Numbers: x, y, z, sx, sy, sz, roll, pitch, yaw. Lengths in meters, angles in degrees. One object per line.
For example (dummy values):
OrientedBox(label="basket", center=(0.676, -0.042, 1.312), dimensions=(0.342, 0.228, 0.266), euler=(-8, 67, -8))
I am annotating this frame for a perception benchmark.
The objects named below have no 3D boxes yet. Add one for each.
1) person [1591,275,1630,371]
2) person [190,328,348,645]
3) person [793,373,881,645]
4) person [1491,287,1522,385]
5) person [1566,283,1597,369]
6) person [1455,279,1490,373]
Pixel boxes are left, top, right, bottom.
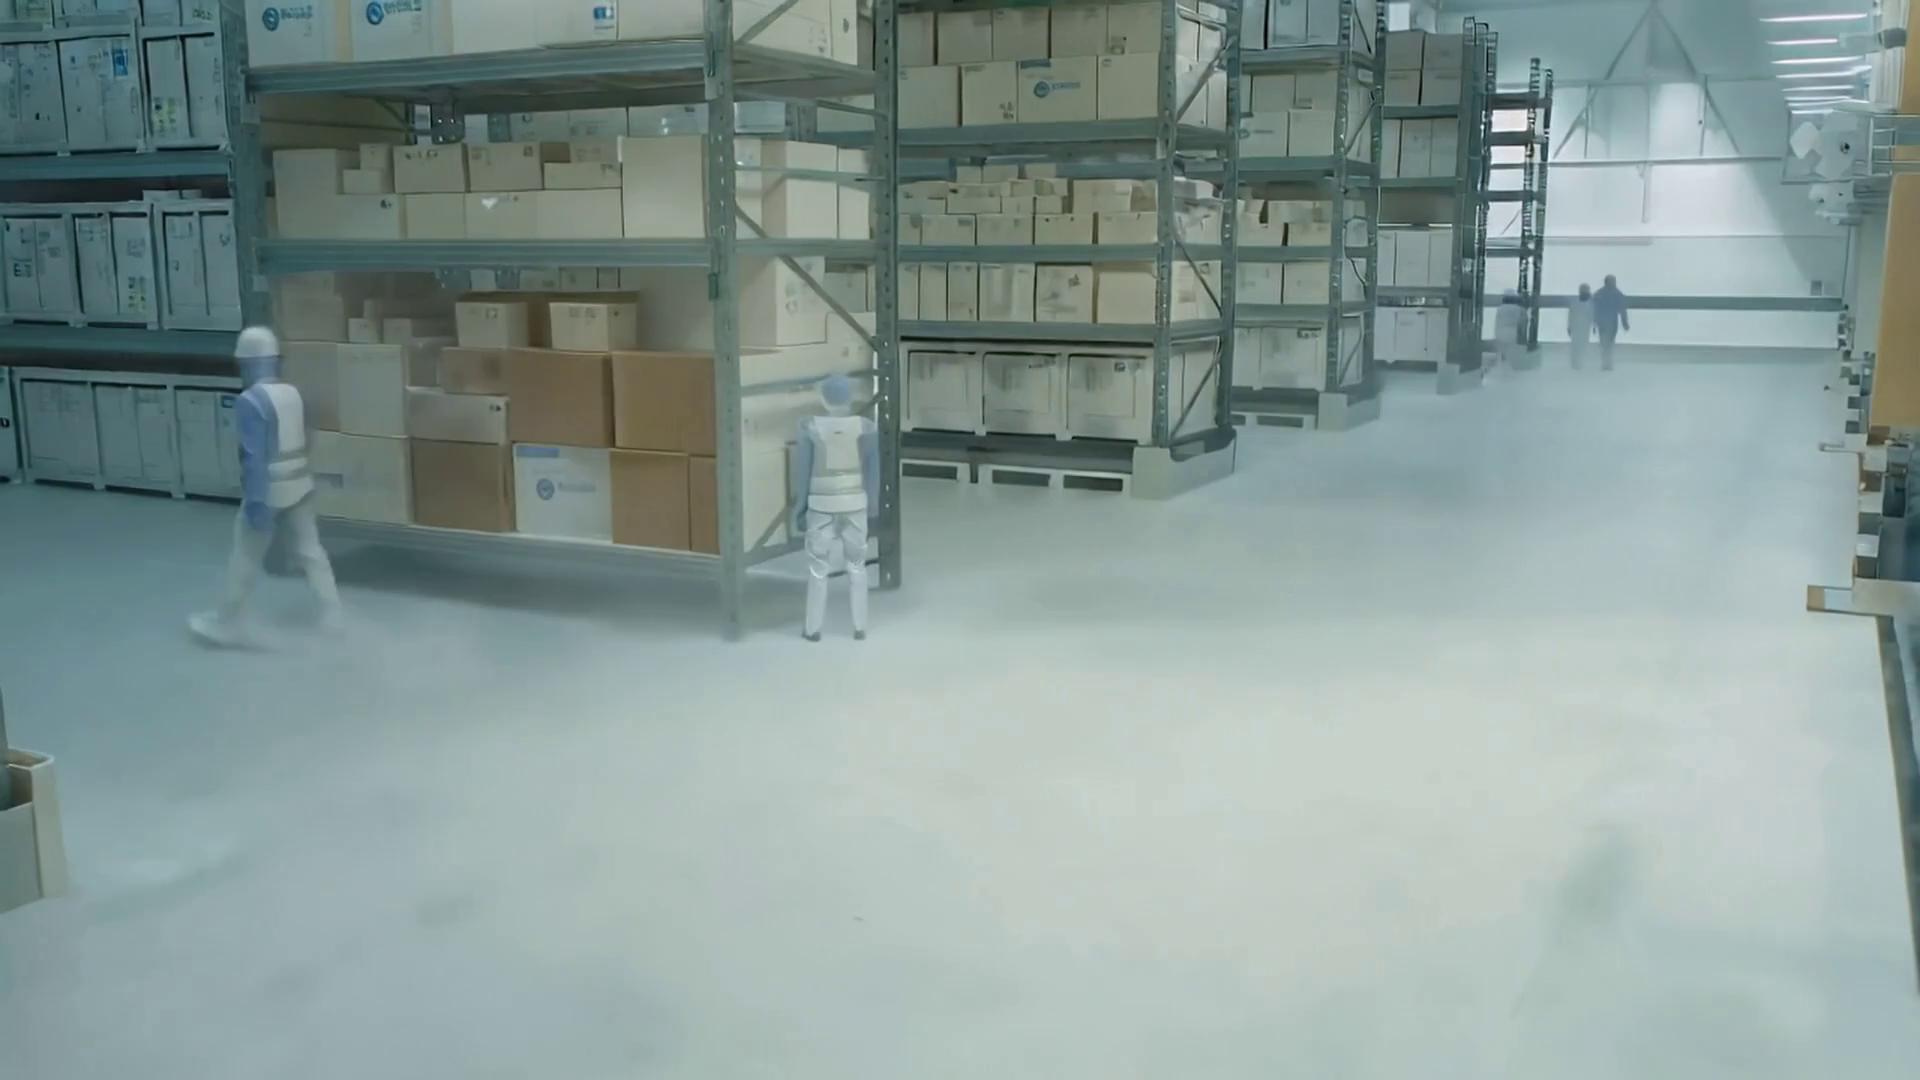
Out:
OrientedBox(label="person", center=(12.945, -4.311, 33.079), dimensions=(0.523, 1.887, 0.714), euler=(-7, 12, -36))
OrientedBox(label="person", center=(-4.105, -0.304, 9.864), dimensions=(1.014, 1.890, 0.644), euler=(3, 10, 15))
OrientedBox(label="person", center=(-0.725, -0.177, 9.896), dimensions=(0.528, 1.625, 0.314), euler=(-3, 10, -15))
OrientedBox(label="person", center=(9.647, -3.602, 29.423), dimensions=(0.515, 1.723, 0.583), euler=(-1, 10, -7))
OrientedBox(label="person", center=(12.503, -4.303, 33.457), dimensions=(0.581, 1.729, 0.515), euler=(2, 10, 14))
OrientedBox(label="person", center=(9.779, -4.178, 32.346), dimensions=(1.017, 1.888, 0.556), euler=(4, 10, 20))
